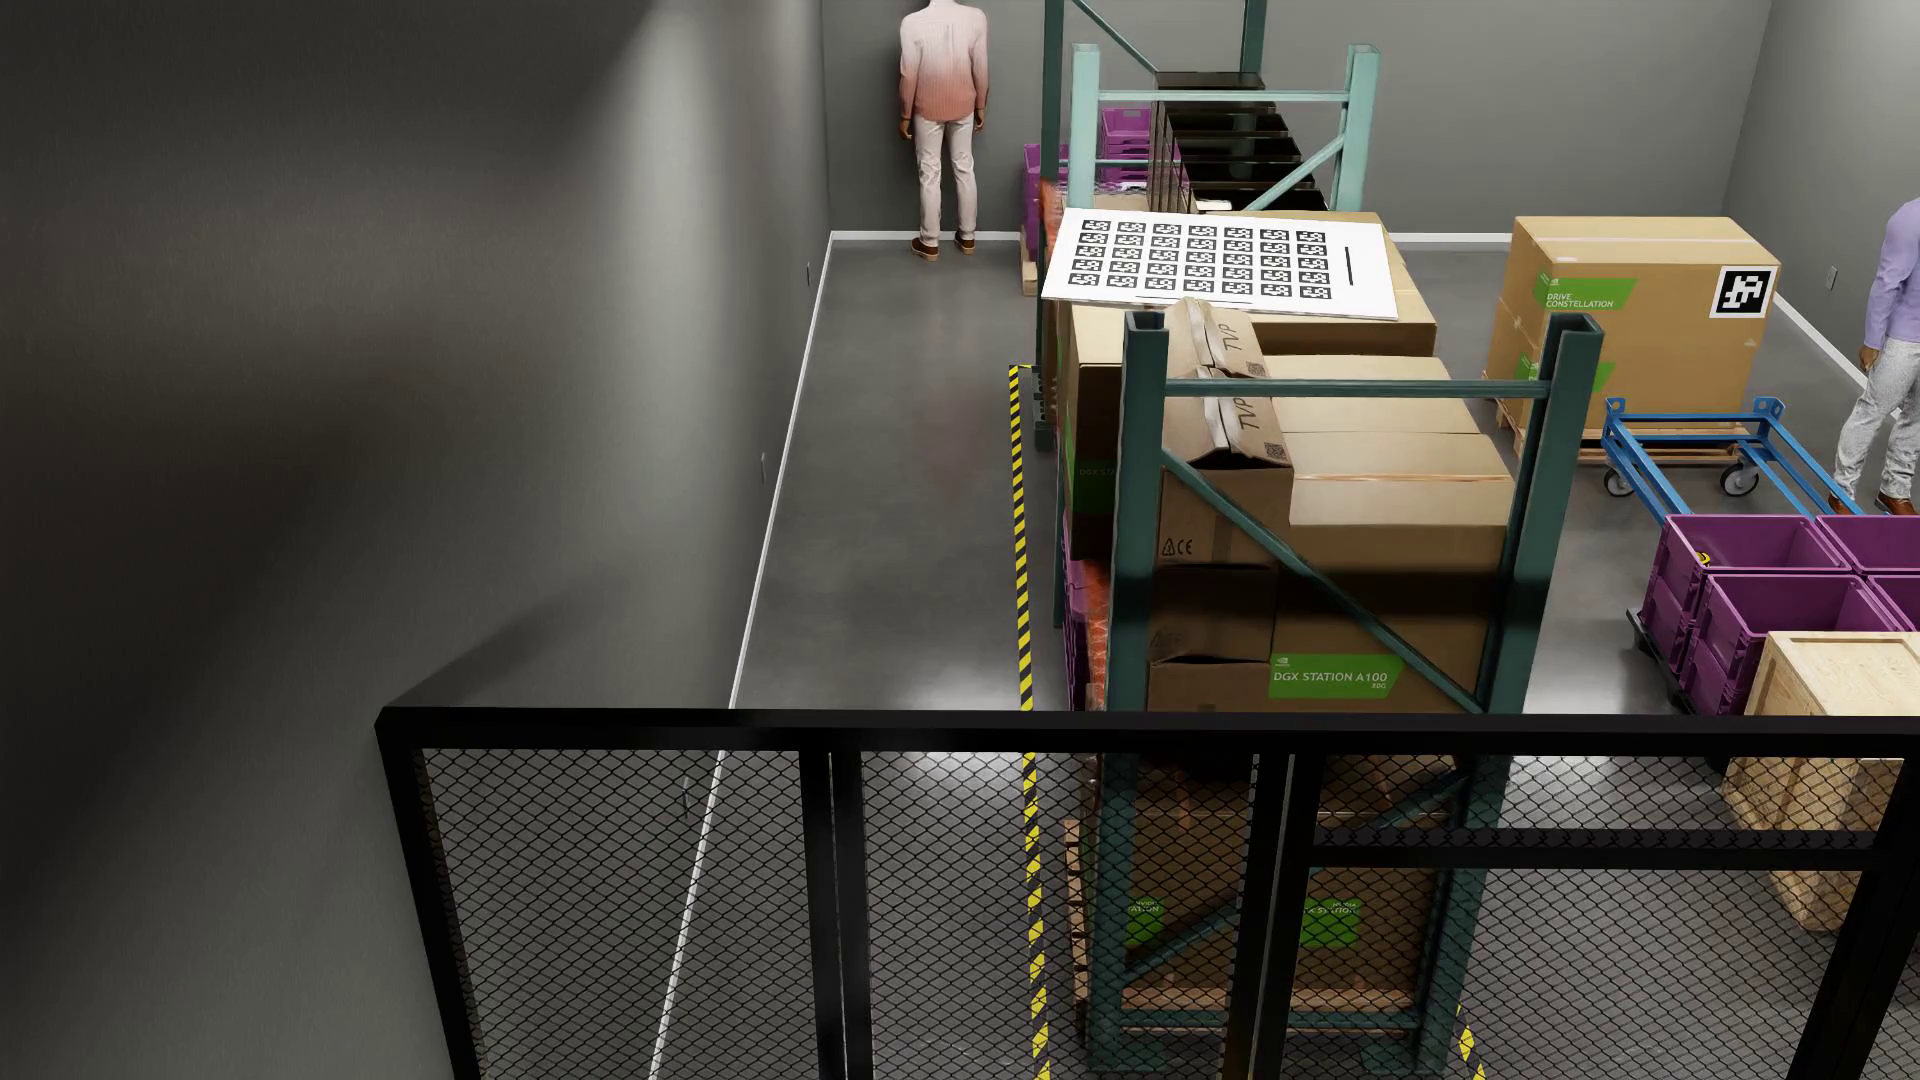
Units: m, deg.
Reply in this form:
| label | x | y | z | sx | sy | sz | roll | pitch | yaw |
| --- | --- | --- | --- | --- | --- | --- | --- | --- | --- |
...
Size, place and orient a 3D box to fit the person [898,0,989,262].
| label | x | y | z | sx | sy | sz | roll | pitch | yaw |
| --- | --- | --- | --- | --- | --- | --- | --- | --- | --- |
| person | -0.116 | -2.821 | 10.846 | 0.624 | 1.992 | 0.389 | -12 | 33 | -20 |

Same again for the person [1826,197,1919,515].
| label | x | y | z | sx | sy | sz | roll | pitch | yaw |
| --- | --- | --- | --- | --- | --- | --- | --- | --- | --- |
| person | 4.526 | -0.944 | 7.783 | 0.630 | 1.940 | 0.371 | -1 | 31 | -2 |
